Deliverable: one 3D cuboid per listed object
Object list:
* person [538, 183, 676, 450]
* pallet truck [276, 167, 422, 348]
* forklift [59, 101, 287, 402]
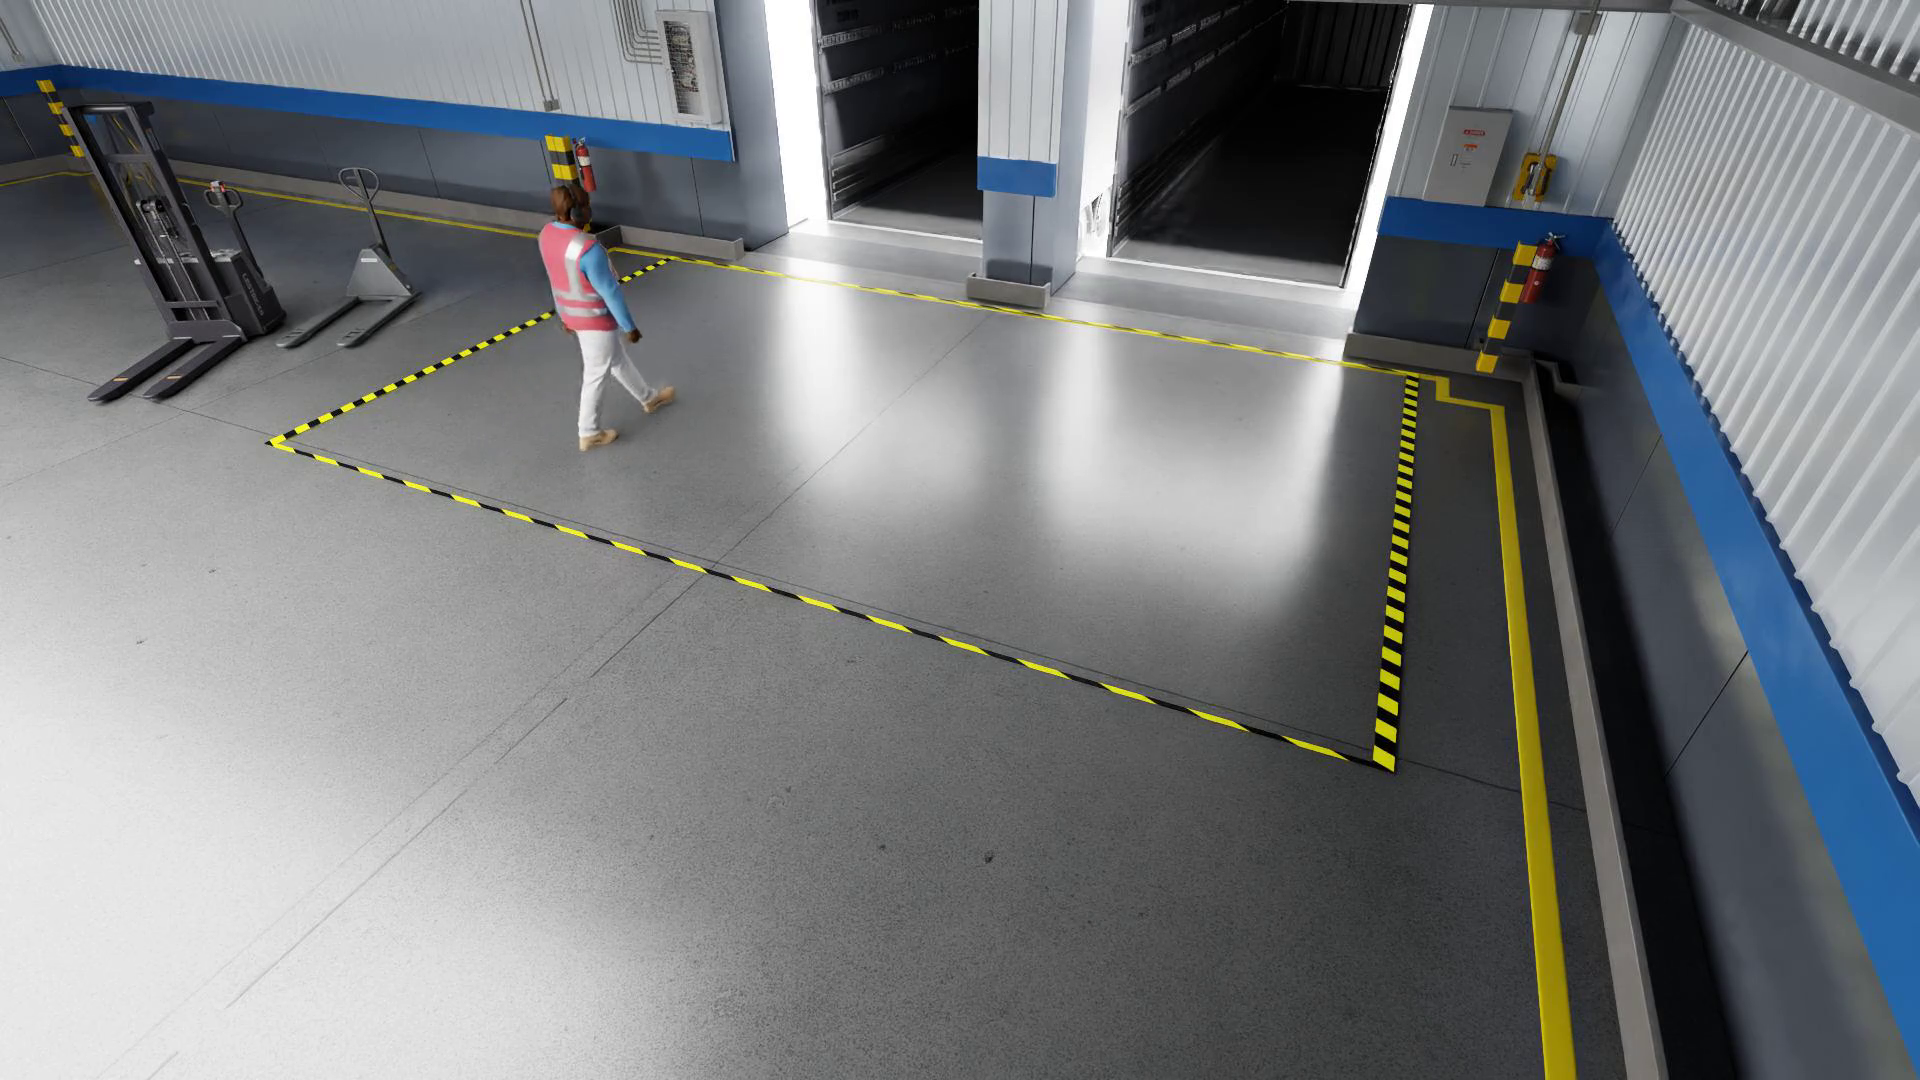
[{"bbox_3d":[-2.497,-1.597,6.484,0.638,1.792,0.924,29,44,35],"label":"person"},{"bbox_3d":[-5.732,-2.611,8.414,0.680,1.201,1.601,-1,35,-1],"label":"pallet truck"},{"bbox_3d":[-6.686,-2.387,7.434,0.823,1.965,1.885,-3,35,-5],"label":"forklift"}]
